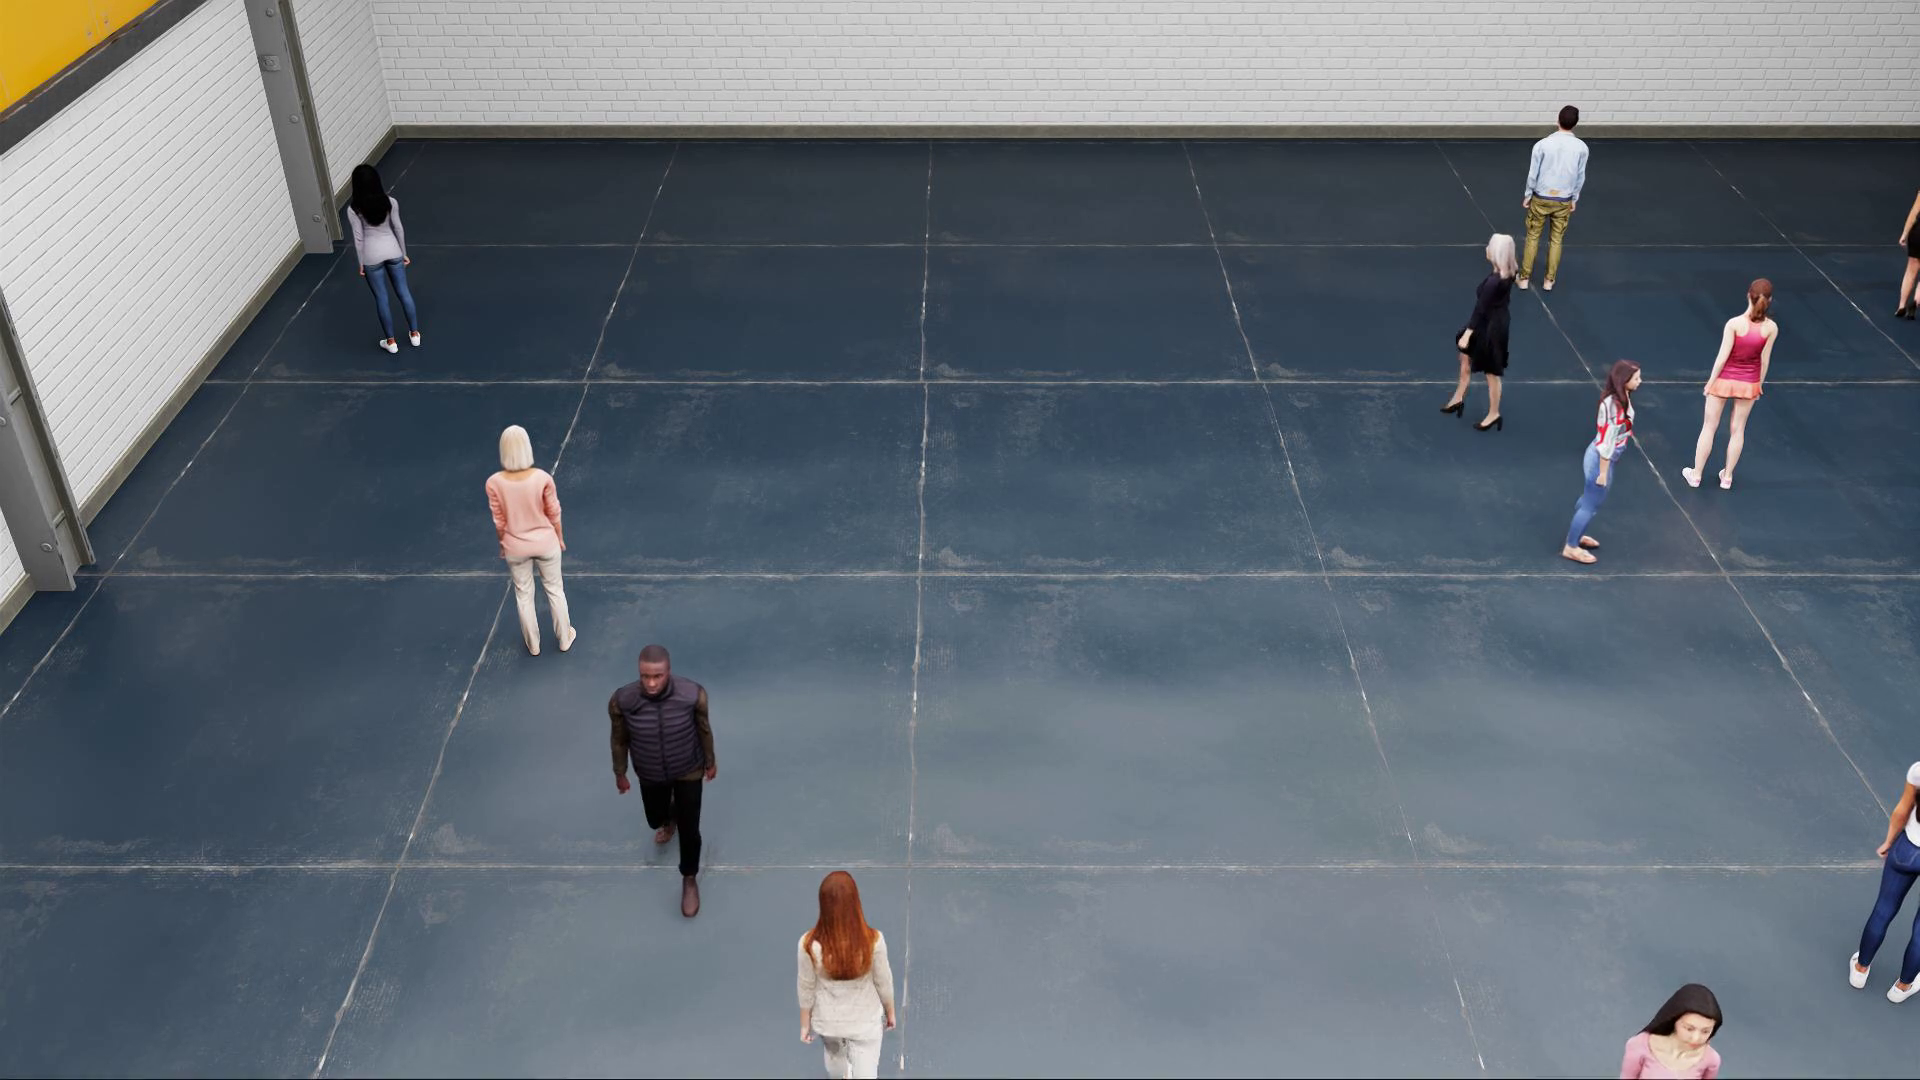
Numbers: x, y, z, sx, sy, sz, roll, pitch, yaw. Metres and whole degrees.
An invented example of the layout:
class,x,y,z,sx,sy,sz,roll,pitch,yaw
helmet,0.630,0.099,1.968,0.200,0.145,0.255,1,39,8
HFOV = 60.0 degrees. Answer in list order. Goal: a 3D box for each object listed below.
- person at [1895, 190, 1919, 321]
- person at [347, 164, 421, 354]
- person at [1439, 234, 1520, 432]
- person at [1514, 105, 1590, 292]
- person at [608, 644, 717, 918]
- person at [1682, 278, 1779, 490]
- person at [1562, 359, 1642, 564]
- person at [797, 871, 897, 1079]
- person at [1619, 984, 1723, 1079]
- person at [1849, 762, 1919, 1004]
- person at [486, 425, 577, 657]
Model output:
class,x,y,z,sx,sy,sz,roll,pitch,yaw
person,8.903,-2.733,15.288,0.731,1.638,0.794,16,37,23
person,-5.166,-2.519,14.878,0.688,1.735,0.714,-22,40,-30
person,4.410,-1.649,13.575,0.845,1.727,0.834,16,37,23
person,5.671,-3.271,15.940,0.707,1.812,0.610,5,34,7
person,-1.593,1.221,9.190,0.744,1.802,1.000,-1,34,-1
person,6.000,-1.210,12.894,0.594,1.752,0.569,4,34,7
person,4.660,-0.590,12.088,0.716,1.610,0.582,15,36,21
person,-0.526,2.276,7.704,0.604,1.690,1.046,0,34,0
person,2.978,2.518,7.309,0.696,1.724,1.061,6,34,10
person,4.968,1.665,8.548,0.664,1.774,0.718,27,42,34
person,-2.864,0.011,11.081,0.646,1.725,0.590,-7,34,-10
